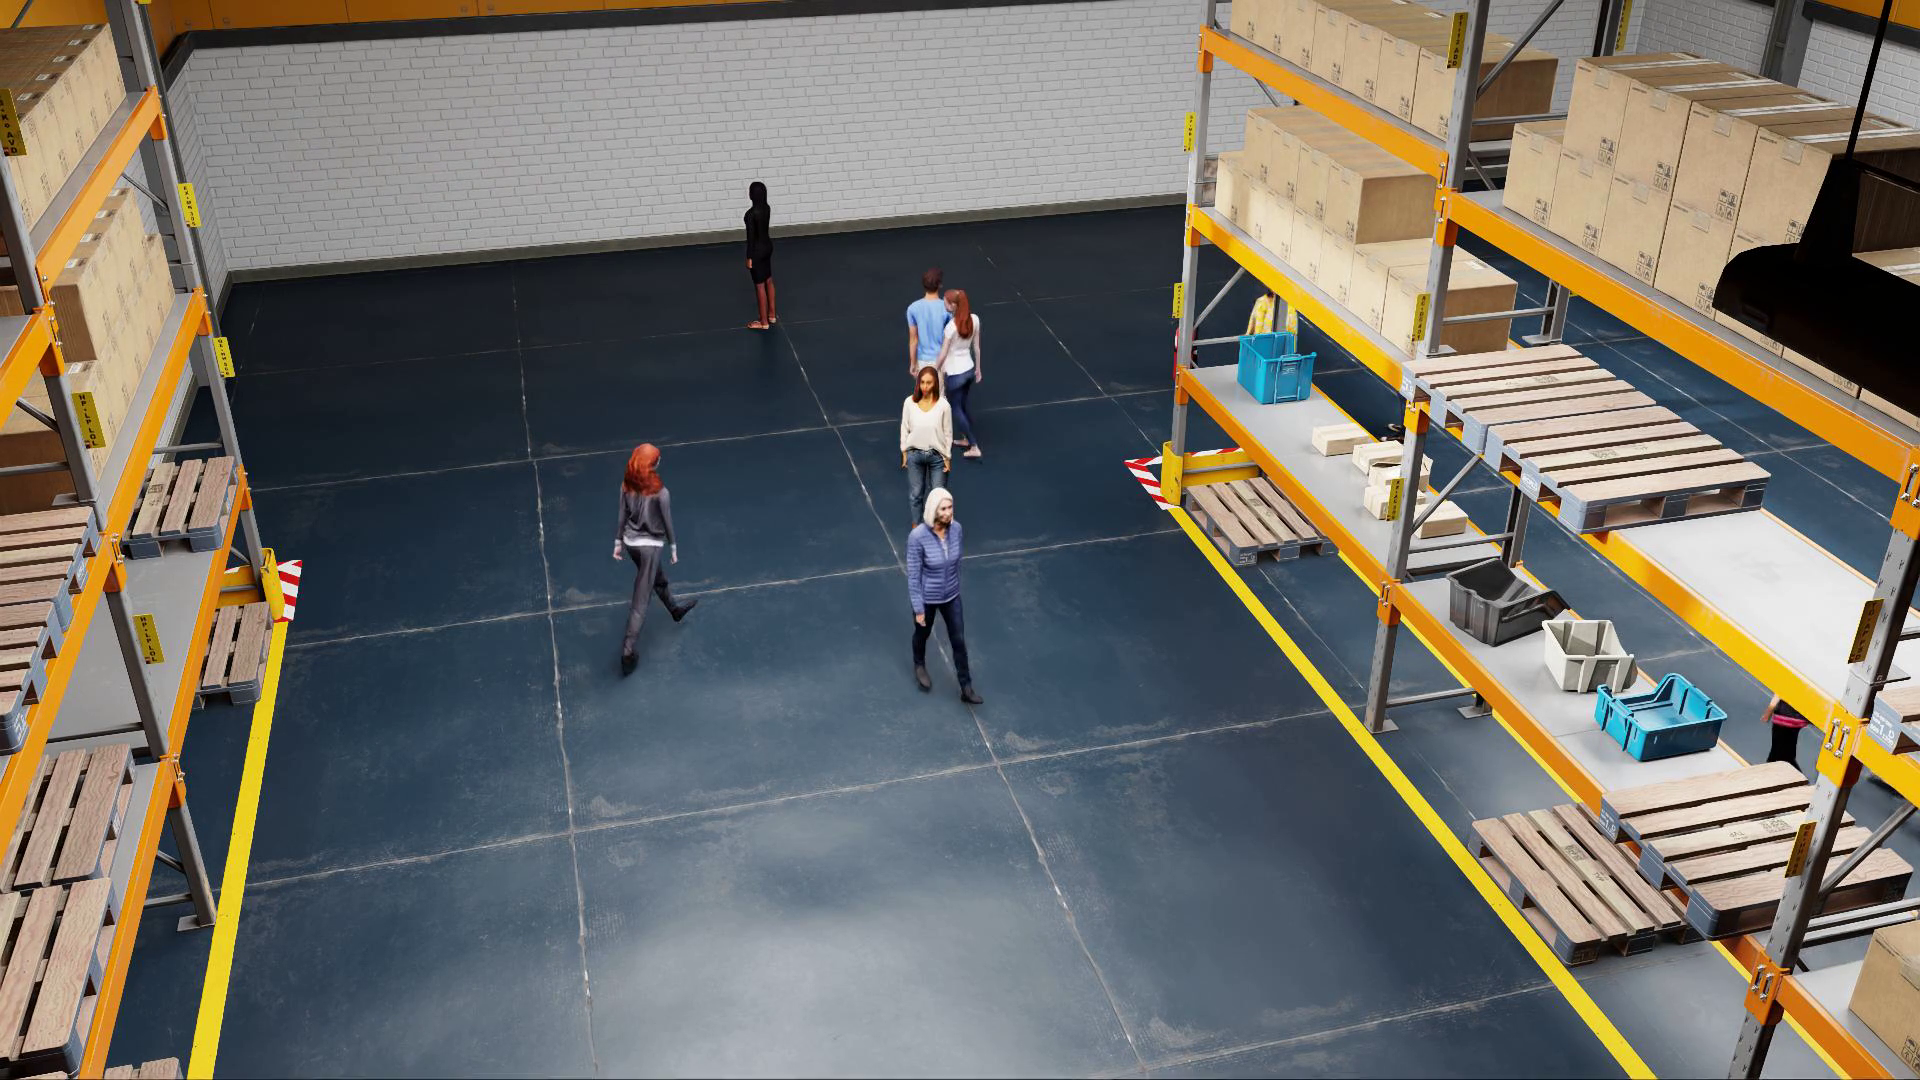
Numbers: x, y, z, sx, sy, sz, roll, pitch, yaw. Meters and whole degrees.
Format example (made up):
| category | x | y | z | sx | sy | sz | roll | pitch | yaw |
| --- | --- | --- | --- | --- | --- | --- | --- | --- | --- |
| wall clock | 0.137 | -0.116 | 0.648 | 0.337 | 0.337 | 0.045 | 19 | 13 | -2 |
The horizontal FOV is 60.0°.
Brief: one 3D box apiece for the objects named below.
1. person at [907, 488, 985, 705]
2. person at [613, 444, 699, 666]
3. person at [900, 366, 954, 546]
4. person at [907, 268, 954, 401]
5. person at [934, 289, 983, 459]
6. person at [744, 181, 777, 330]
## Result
| category | x | y | z | sx | sy | sz | roll | pitch | yaw |
| --- | --- | --- | --- | --- | --- | --- | --- | --- | --- |
| person | -0.229 | 0.373 | 12.442 | 0.794 | 1.707 | 1.091 | -13 | 31 | -23 |
| person | -2.484 | 0.155 | 12.842 | 1.147 | 1.707 | 1.243 | 12 | 31 | 20 |
| person | -0.282 | -0.733 | 14.496 | 0.693 | 1.682 | 0.685 | 5 | 29 | 9 |
| person | -0.258 | -1.664 | 16.066 | 1.091 | 1.814 | 1.316 | 7 | 29 | 13 |
| person | 0.044 | -1.553 | 15.971 | 0.811 | 1.710 | 0.914 | -25 | 37 | -37 |
| person | -2.305 | -3.290 | 19.143 | 0.744 | 1.720 | 0.648 | 11 | 30 | 19 |
